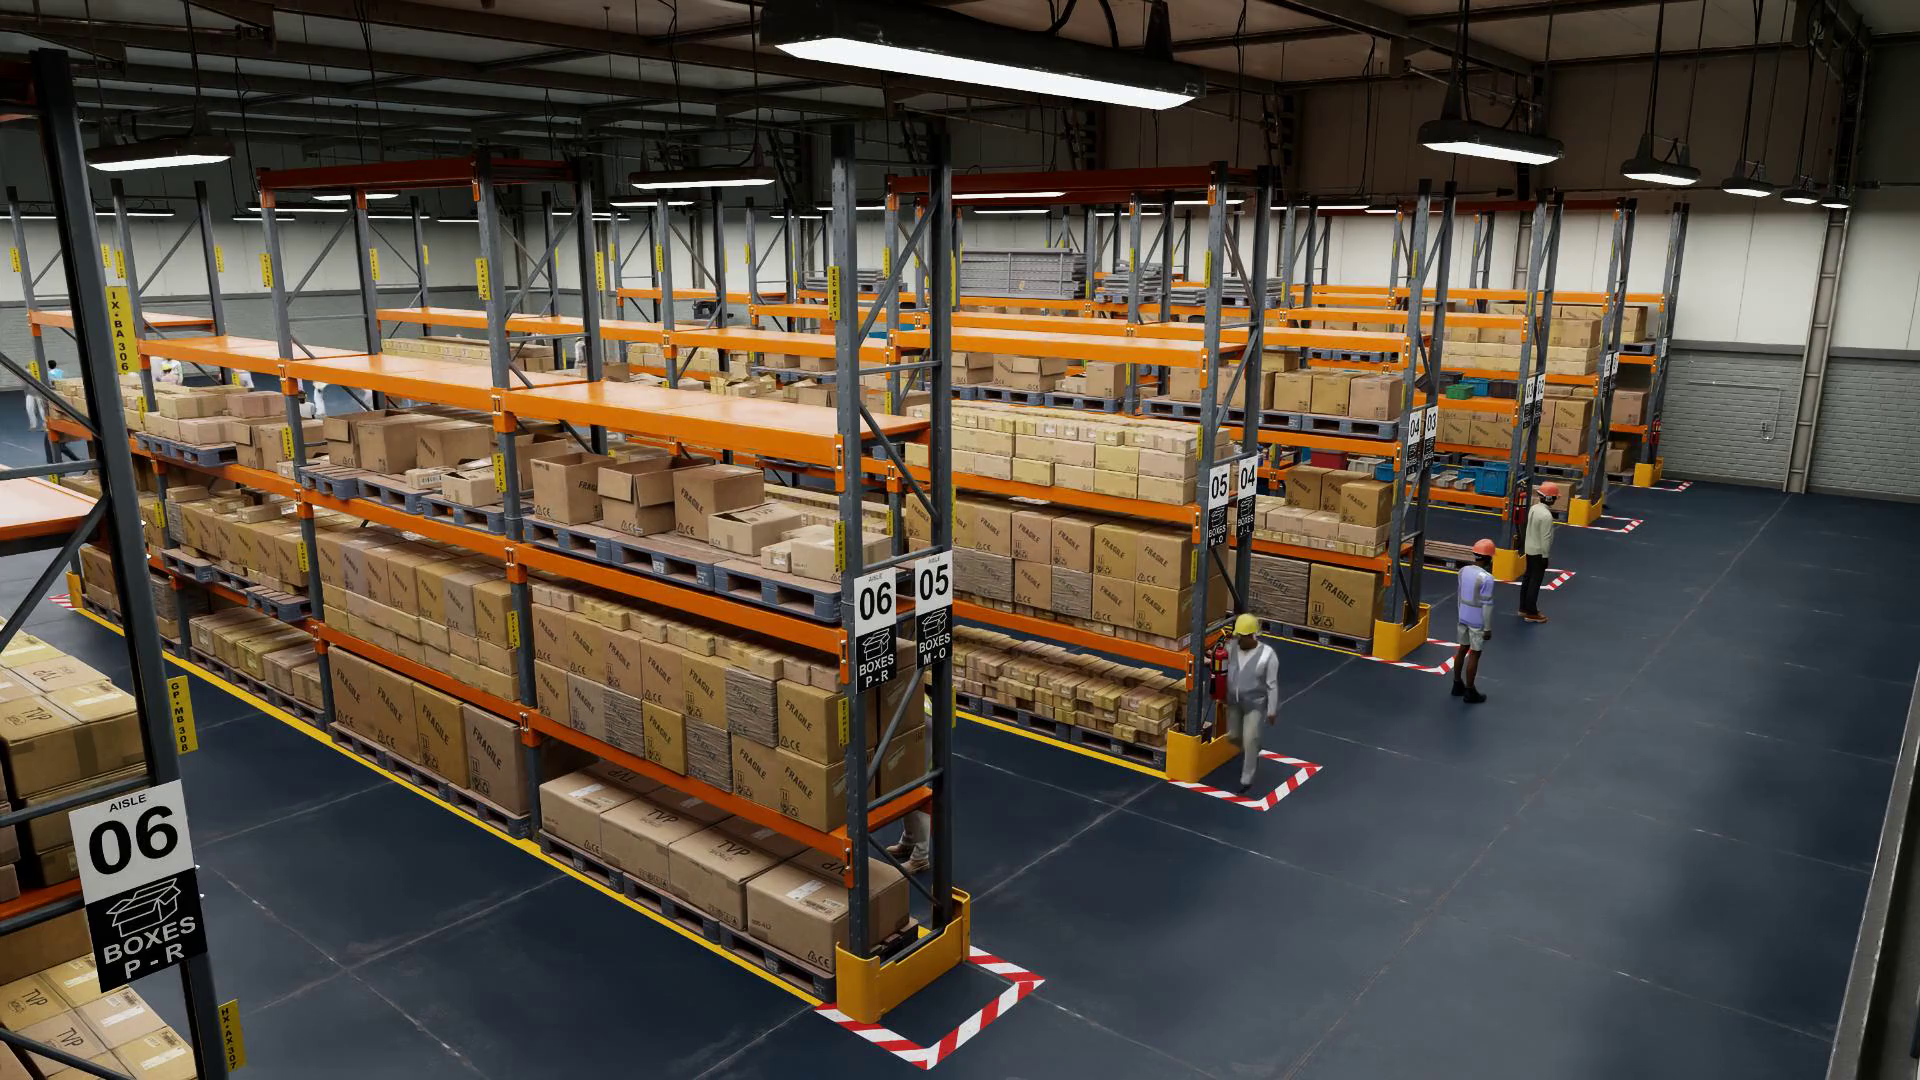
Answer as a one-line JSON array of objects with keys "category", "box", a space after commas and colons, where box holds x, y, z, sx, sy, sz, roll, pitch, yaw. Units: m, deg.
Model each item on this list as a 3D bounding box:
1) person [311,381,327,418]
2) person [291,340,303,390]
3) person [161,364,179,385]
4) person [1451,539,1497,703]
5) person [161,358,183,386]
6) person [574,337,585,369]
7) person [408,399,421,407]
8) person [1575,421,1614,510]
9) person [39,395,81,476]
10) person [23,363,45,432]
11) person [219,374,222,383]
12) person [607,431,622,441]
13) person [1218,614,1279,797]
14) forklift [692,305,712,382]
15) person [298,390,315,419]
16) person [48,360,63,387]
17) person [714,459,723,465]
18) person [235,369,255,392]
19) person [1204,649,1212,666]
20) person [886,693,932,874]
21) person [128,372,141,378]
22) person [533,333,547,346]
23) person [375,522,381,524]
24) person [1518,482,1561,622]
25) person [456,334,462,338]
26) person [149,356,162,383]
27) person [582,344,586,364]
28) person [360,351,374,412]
[{"category": "person", "box": [-19.244, -4.606, 37.694, 0.504, 1.858, 0.610, -3, 14, -11]}, {"category": "person", "box": [-22.517, -5.800, 42.513, 0.636, 1.910, 0.406, -1, 14, -3]}, {"category": "person", "box": [-22.586, -4.152, 36.043, 0.333, 1.768, 0.526, 5, 15, 21]}, {"category": "person", "box": [6.056, 0.932, 14.781, 0.389, 1.929, 0.545, -4, 14, -15]}, {"category": "person", "box": [-24.053, -4.839, 38.467, 0.610, 1.950, 0.378, 0, 14, 0]}, {"category": "person", "box": [-14.092, -6.731, 46.565, 0.767, 1.805, 0.607, 6, 15, 24]}, {"category": "person", "box": [-16.103, -4.396, 37.037, 0.532, 1.765, 0.328, 0, 14, 1]}, {"category": "person", "box": [12.675, -1.520, 25.130, 0.578, 1.801, 0.760, -10, 17, -37]}, {"category": "person", "box": [-20.724, -2.468, 28.864, 0.602, 1.890, 0.869, 3, 14, 11]}, {"category": "person", "box": [-25.624, -3.939, 34.843, 0.658, 1.913, 0.779, -1, 14, -3]}, {"category": "person", "box": [-18.422, -3.225, 31.722, 0.613, 2.018, 0.885, -3, 14, -14]}, {"category": "person", "box": [-7.659, -2.111, 27.472, 0.614, 1.852, 0.921, 1, 14, 5]}, {"category": "person", "box": [2.858, 1.568, 12.402, 0.624, 1.806, 0.636, 11, 18, 38]}, {"category": "forklift", "box": [-9.511, -7.392, 47.124, 1.873, 2.768, 1.129, 11, 17, 38]}, {"category": "person", "box": [-15.248, -2.572, 29.315, 0.513, 1.872, 0.328, -7, 15, -26]}, {"category": "person", "box": [-27.398, -4.645, 38.286, 0.869, 1.659, 0.531, 2, 14, 8]}, {"category": "person", "box": [-5.260, -2.073, 27.135, 0.542, 1.931, 0.366, 4, 14, 15]}, {"category": "person", "box": [-22.548, -5.080, 39.604, 0.981, 1.894, 0.559, 6, 15, 25]}, {"category": "person", "box": [3.181, 0.567, 16.053, 0.394, 2.037, 0.605, 8, 16, 31]}, {"category": "person", "box": [-0.436, 1.937, 10.826, 0.429, 1.844, 0.626, -5, 14, -18]}, {"category": "person", "box": [-23.156, -4.143, 35.508, 0.690, 2.000, 0.985, 10, 17, 36]}, {"category": "person", "box": [-16.699, -7.601, 50.092, 0.507, 1.832, 0.430, -5, 15, -21]}, {"category": "person", "box": [-10.566, -1.069, 23.015, 0.387, 1.922, 0.593, 0, 14, 0]}, {"category": "person", "box": [8.214, 0.160, 17.835, 0.407, 1.987, 0.614, 1, 14, 5]}, {"category": "person", "box": [-17.735, -6.340, 44.733, 0.643, 1.911, 0.411, -12, 18, -41]}, {"category": "person", "box": [-25.875, -5.246, 40.396, 0.822, 1.839, 0.542, 9, 16, 33]}, {"category": "person", "box": [-13.212, -6.389, 45.092, 0.430, 1.836, 0.624, 6, 15, 23]}, {"category": "person", "box": [-18.133, -4.835, 38.593, 0.450, 1.890, 0.661, 3, 14, 11]}]
